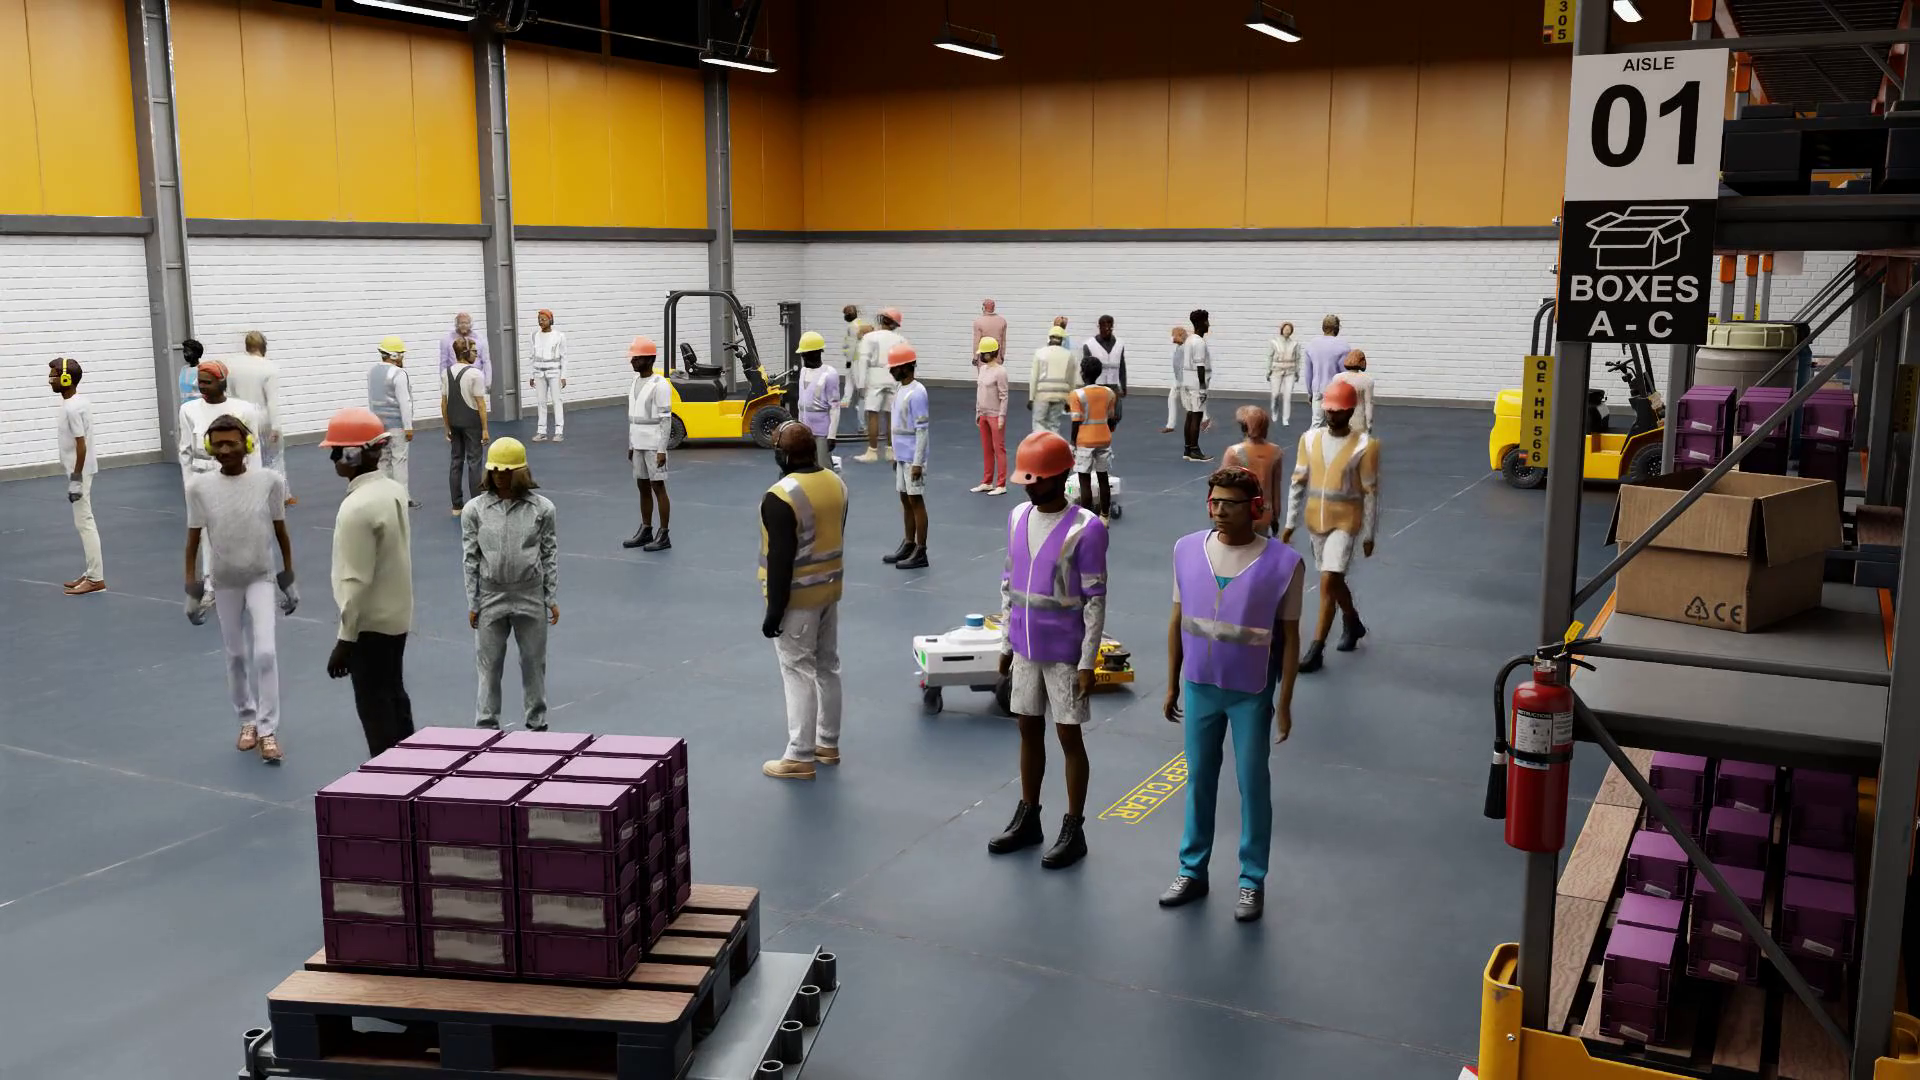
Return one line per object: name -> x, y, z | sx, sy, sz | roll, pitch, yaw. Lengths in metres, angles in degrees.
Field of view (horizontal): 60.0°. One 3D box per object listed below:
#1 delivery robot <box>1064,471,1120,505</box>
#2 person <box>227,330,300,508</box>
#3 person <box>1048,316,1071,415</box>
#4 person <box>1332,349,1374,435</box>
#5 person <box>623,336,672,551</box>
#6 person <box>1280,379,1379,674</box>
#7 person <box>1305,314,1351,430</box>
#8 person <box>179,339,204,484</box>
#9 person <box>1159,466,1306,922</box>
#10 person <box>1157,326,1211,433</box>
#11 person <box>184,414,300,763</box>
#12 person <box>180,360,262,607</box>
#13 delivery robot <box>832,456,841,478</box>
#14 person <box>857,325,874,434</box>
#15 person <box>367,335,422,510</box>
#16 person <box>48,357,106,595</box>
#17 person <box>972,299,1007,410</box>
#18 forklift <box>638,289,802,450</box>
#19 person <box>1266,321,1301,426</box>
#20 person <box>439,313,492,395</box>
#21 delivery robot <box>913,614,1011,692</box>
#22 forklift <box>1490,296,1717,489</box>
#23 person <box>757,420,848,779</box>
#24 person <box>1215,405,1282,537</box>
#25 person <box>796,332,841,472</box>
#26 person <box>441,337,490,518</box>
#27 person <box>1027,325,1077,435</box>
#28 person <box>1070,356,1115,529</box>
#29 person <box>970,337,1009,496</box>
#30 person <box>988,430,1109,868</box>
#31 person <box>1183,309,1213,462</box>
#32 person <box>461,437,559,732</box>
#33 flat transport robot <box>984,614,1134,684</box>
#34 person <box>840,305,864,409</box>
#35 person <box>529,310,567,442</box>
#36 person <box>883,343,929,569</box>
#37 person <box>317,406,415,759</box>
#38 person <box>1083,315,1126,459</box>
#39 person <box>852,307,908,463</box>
delivery robot -> 1.267, -0.511, 16.716 | 0.707, 0.478, 0.477 | -7, 12, -35
person -> -7.311, -1.218, 17.219 | 0.645, 1.901, 0.990 | 3, 10, 15
person -> 1.649, -2.893, 27.636 | 0.314, 1.639, 0.517 | -7, 12, -34
person -> 4.372, -1.315, 18.547 | 0.494, 1.624, 0.279 | 7, 12, 36
person -> -2.833, -0.867, 15.045 | 0.543, 1.939, 0.359 | 9, 13, 43
person -> 2.481, -0.122, 10.915 | 0.551, 1.896, 1.007 | 9, 13, 41
person -> 4.531, -1.803, 20.464 | 0.630, 1.940, 0.372 | 9, 13, 41
person -> -8.832, -1.476, 19.271 | 0.532, 1.697, 0.319 | 5, 11, 28
person -> 1.106, 0.609, 6.763 | 0.563, 1.847, 0.388 | 6, 11, 31
person -> 3.361, -2.377, 24.749 | 0.737, 1.602, 0.499 | -2, 10, -9
person -> -3.810, 0.261, 8.800 | 0.561, 1.840, 0.798 | -3, 10, -19
person -> -5.610, -0.424, 12.643 | 0.576, 1.881, 0.352 | -1, 10, -5
delivery robot -> -1.641, -0.852, 18.686 | 0.477, 0.478, 0.707 | -8, 13, -38
person -> -1.386, -2.347, 24.493 | 0.266, 1.631, 0.507 | 0, 10, 0
person -> -5.931, -1.227, 17.442 | 0.598, 1.828, 0.403 | 7, 12, 35
person -> -6.995, -0.505, 13.148 | 0.321, 1.871, 0.532 | -5, 11, -26
person -> 0.481, -3.147, 28.339 | 0.642, 1.909, 0.410 | -6, 11, -30
forklift -> -3.358, -2.392, 23.136 | 2.313, 2.155, 1.214 | -1, 10, -5
person -> 5.048, -2.590, 25.921 | 0.533, 1.626, 0.377 | 0, 10, 2
person -> -6.704, -2.132, 22.590 | 0.670, 1.861, 0.954 | -3, 10, -19
delivery robot -> 0.084, 0.683, 9.800 | 0.707, 0.478, 0.477 | -2, 10, -9
forklift -> 7.296, -1.677, 18.993 | 2.313, 2.155, 1.214 | 5, 11, 27
person -> -0.823, 0.306, 8.550 | 0.430, 1.841, 0.624 | 5, 11, 27
person -> 2.037, -0.132, 11.679 | 0.551, 1.634, 0.571 | -7, 12, -36
person -> -1.413, -1.080, 16.332 | 0.383, 1.920, 0.585 | -8, 13, -40
person -> -5.003, -1.131, 16.852 | 0.517, 1.841, 0.325 | 4, 11, 21
person -> 1.142, -1.769, 20.709 | 0.643, 1.789, 0.545 | -3, 10, -15
person -> 1.266, -0.927, 16.086 | 0.530, 1.697, 0.322 | -7, 12, -34
person -> 0.334, -1.376, 18.511 | 0.328, 1.761, 0.523 | -6, 12, -32
person -> 0.378, 0.475, 7.307 | 0.543, 1.928, 0.373 | 9, 13, 41
person -> 3.077, -2.001, 21.526 | 0.364, 1.966, 0.609 | -1, 10, -8
person -> -2.344, 0.325, 8.721 | 0.486, 1.740, 0.313 | -3, 10, -18
flat transport robot -> 0.605, 0.692, 10.805 | 0.652, 0.197, 1.431 | -1, 9, -12
person -> -1.891, -3.114, 28.474 | 0.772, 1.799, 0.691 | 0, 10, 2
person -> -5.881, -2.338, 23.726 | 0.572, 1.883, 0.356 | 2, 10, 12
person -> -0.459, -0.714, 14.198 | 0.384, 1.927, 0.544 | -4, 10, -20
person -> -2.718, 0.378, 7.682 | 0.395, 1.992, 0.626 | 0, 10, -2
person -> 1.897, -2.005, 21.775 | 0.644, 1.885, 0.505 | -4, 11, -22
person -> -1.048, -1.984, 21.392 | 0.796, 1.991, 0.457 | -4, 11, -23
